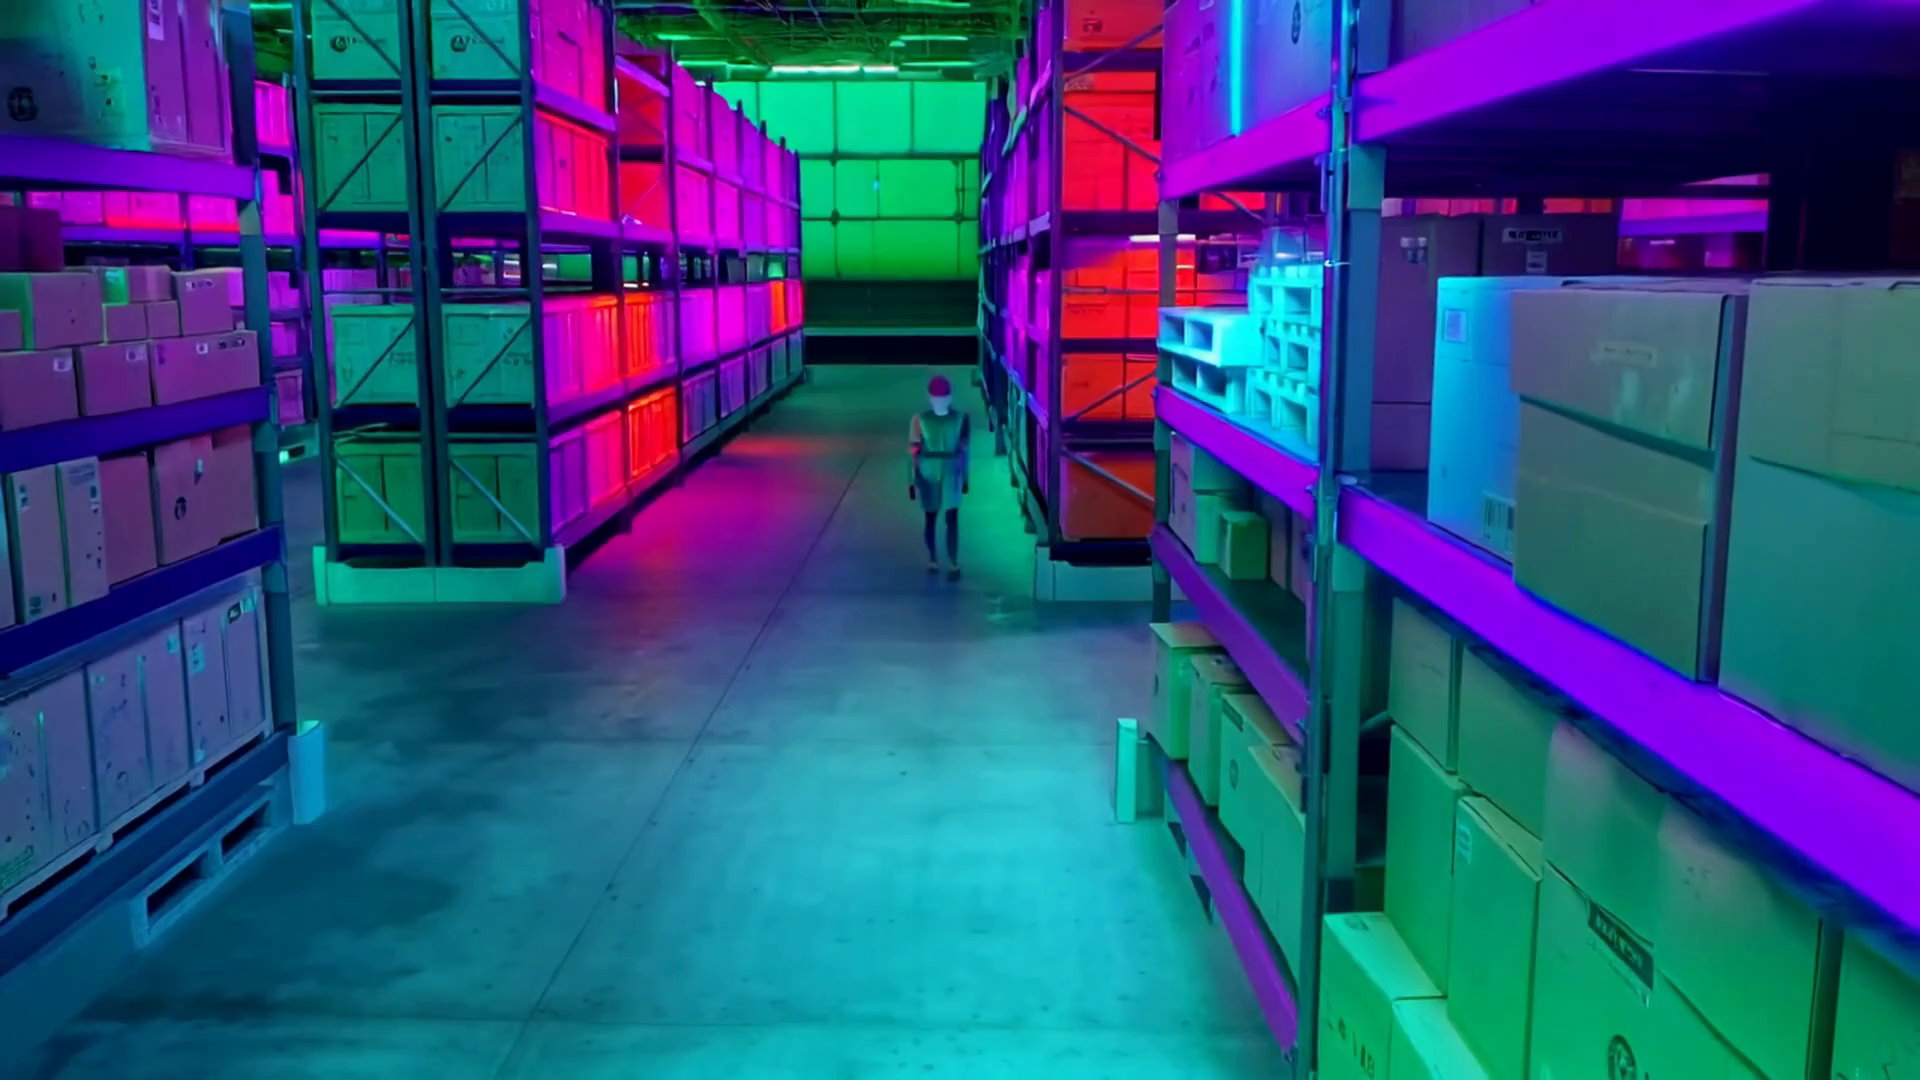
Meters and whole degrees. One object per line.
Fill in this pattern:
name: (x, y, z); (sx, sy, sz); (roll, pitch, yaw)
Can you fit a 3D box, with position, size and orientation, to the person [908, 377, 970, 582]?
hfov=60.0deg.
person: (-0.197, -0.605, 16.302); (0.636, 1.981, 1.070); (-2, 9, -9)
